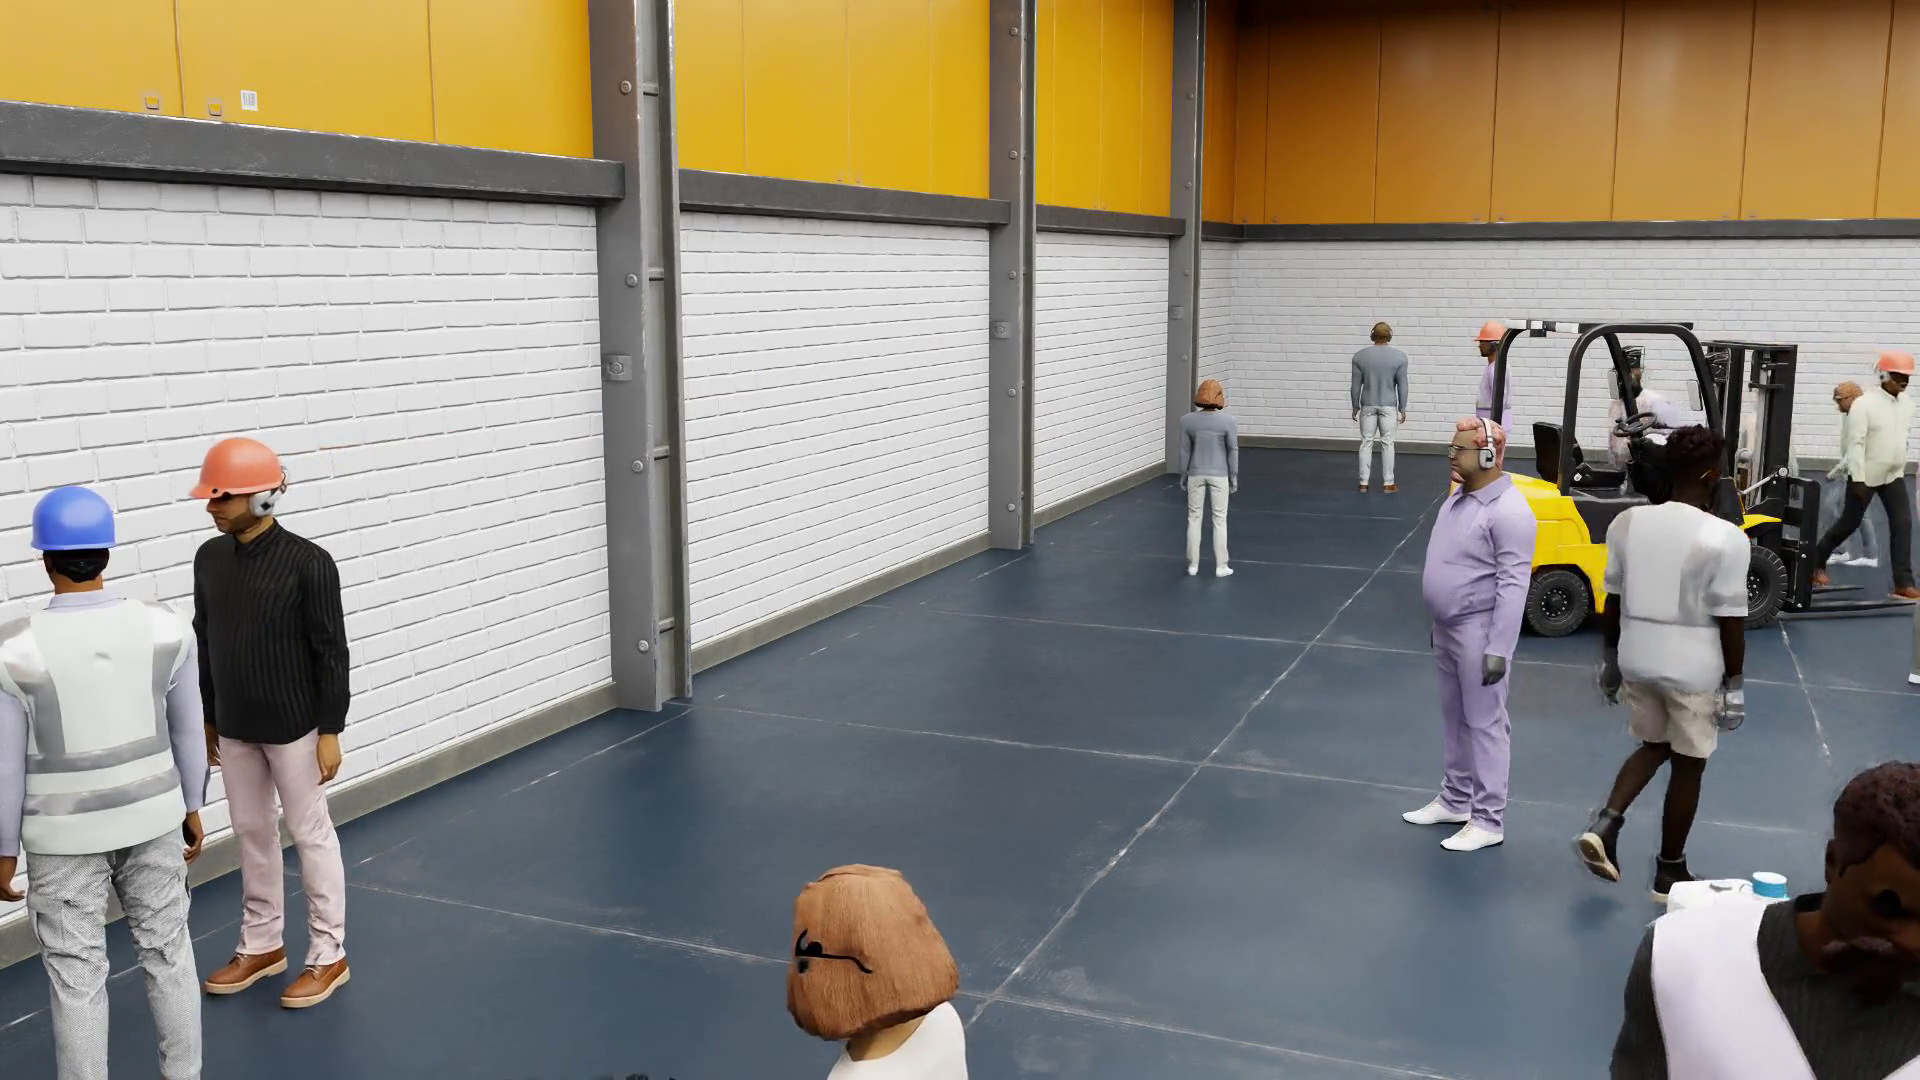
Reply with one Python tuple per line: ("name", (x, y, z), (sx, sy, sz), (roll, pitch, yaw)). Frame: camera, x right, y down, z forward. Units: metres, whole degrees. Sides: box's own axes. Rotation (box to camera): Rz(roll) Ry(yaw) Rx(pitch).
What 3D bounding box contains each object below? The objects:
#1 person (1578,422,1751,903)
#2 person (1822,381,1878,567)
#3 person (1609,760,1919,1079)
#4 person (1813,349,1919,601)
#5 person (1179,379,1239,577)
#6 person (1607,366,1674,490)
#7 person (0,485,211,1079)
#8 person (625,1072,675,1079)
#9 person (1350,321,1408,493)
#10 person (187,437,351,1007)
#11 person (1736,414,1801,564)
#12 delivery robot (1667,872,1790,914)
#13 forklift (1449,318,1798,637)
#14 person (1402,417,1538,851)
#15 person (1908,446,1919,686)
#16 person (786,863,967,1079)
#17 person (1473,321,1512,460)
("person", (2.825, 0.506, 6.645), (0.497, 1.946, 0.619), (-5, 11, -30))
("person", (7.559, -0.542, 14.079), (0.570, 1.597, 0.519), (5, 10, 26))
("person", (1.257, 1.213, 2.554), (0.681, 1.882, 0.463), (4, 10, 24))
("person", (7.102, -0.529, 12.971), (0.622, 1.943, 1.030), (-3, 10, -16))
("person", (2.055, -0.510, 13.760), (0.497, 1.634, 0.279), (4, 10, 20))
("person", (5.488, -0.519, 13.296), (0.676, 1.808, 0.660), (-3, 10, -18))
("person", (-2.476, 0.813, 4.795), (0.391, 1.948, 0.606), (9, 13, 43))
("person", (-0.317, 1.418, 1.962), (0.631, 1.676, 0.538), (-2, 10, -14))
("person", (4.732, -1.491, 18.783), (0.635, 1.939, 0.359), (4, 10, 23))
("person", (-2.406, 0.631, 5.764), (0.619, 1.990, 0.395), (4, 10, 21))
("person", (6.659, -0.470, 13.636), (0.856, 1.594, 0.542), (-2, 10, -13))
("delivery robot", (2.662, 1.344, 5.506), (0.477, 0.478, 0.707), (-1, 10, -8))
("forklift", (4.706, -0.497, 11.990), (2.313, 2.155, 1.214), (-2, 10, -10))
("person", (2.245, 0.410, 7.360), (0.406, 1.910, 0.639), (-1, 9, -9))
("person", (5.988, -0.032, 9.976), (0.362, 1.928, 0.587), (-2, 10, -12))
("person", (-0.134, 1.316, 2.700), (0.269, 1.631, 0.509), (3, 10, 20))
("person", (5.003, -1.033, 15.693), (0.386, 2.045, 0.605), (3, 10, 20))
